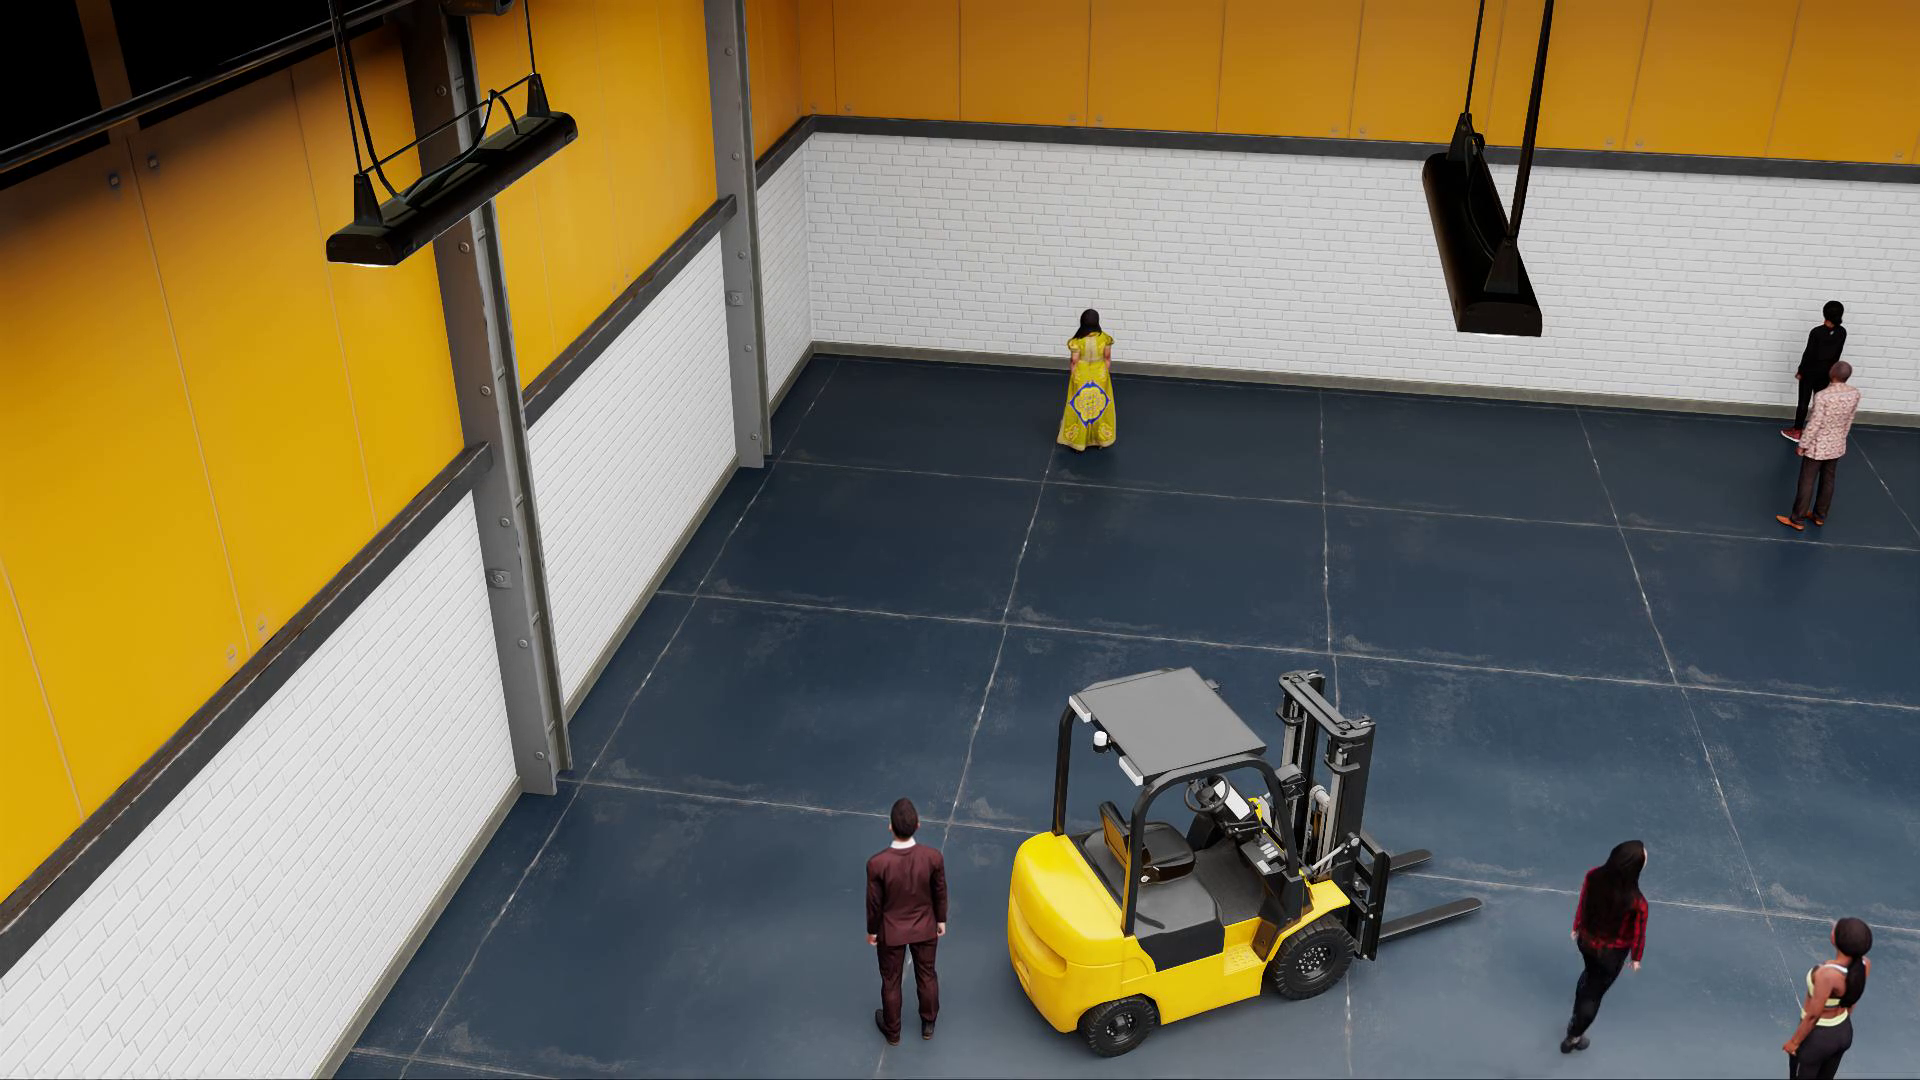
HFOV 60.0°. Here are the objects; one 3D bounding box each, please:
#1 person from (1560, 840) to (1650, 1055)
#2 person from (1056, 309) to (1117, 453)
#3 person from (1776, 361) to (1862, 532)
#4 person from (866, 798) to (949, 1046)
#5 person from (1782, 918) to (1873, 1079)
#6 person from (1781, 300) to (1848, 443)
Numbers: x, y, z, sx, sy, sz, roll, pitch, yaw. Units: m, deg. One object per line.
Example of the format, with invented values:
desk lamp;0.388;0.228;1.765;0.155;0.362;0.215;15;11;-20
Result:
person;3.991;2.603;10.467;0.763;1.645;0.701;-18;33;-30
person;1.433;-1.785;18.496;0.971;1.660;0.948;-6;29;-11
person;8.743;-0.959;16.826;0.771;1.808;0.750;-7;29;-13
person;-0.336;2.433;10.547;0.766;1.866;0.745;-6;29;-11
person;5.067;2.926;9.760;0.641;1.754;0.662;-11;30;-19
person;9.647;-1.904;18.697;0.652;1.675;0.628;-3;29;-5
